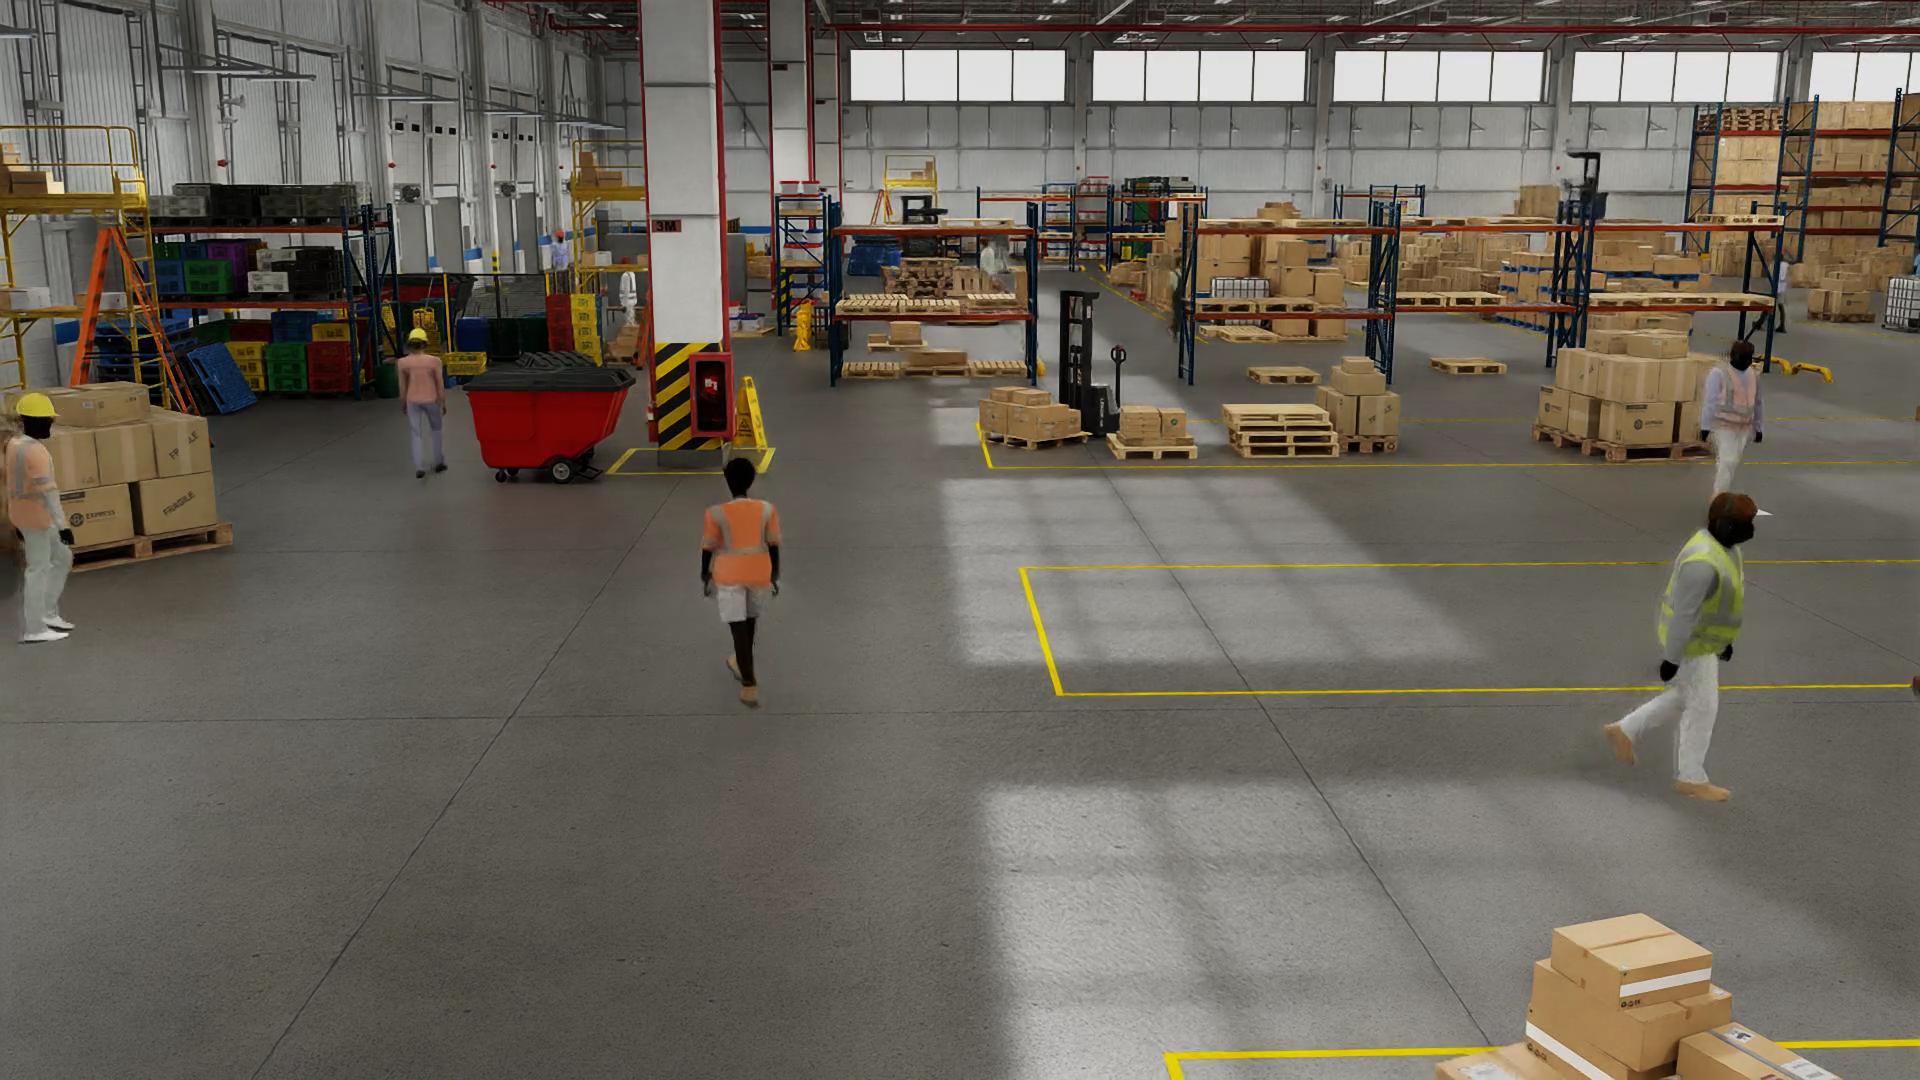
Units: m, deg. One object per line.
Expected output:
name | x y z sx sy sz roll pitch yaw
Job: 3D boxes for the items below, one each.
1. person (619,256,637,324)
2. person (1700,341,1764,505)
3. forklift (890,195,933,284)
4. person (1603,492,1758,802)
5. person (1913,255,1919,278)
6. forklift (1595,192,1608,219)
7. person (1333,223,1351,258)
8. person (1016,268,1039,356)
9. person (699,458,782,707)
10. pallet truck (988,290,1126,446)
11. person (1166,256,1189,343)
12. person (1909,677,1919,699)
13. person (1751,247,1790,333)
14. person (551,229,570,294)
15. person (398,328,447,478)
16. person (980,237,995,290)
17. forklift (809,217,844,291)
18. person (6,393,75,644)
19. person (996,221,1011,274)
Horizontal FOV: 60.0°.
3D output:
person | -6.675 -4.754 33.453 0.337 1.882 0.585 0 12 2
person | 8.121 -1.168 17.388 0.667 1.822 0.556 -4 13 -18
forklift | -1.333 -9.311 51.759 1.129 2.768 1.873 -7 14 -29
person | 4.128 0.581 9.558 0.692 1.812 0.645 8 15 31
person | 25.903 -7.117 44.642 0.547 1.639 0.917 -2 13 -8
forklift | 22.994 -11.168 60.144 1.873 2.768 1.129 0 12 -2
person | 12.711 -9.606 55.393 0.604 1.868 0.952 4 13 16
person | 1.286 -4.488 32.658 0.491 1.721 0.781 -4 13 -18
person | -1.513 0.253 11.359 0.549 1.642 0.858 -6 14 -25
pallet truck | 1.257 -2.299 22.111 1.885 1.965 0.823 -9 15 -35
person | 4.565 -5.052 34.923 0.478 1.829 0.537 12 17 43
person | 6.773 0.281 10.708 0.637 1.893 0.989 -7 14 -28
person | 18.307 -5.625 37.387 0.553 1.883 1.002 -2 13 -7
person | -11.762 -8.199 48.972 0.551 1.909 0.679 -6 14 -25
person | -6.354 -1.634 19.706 0.540 1.733 0.761 -1 13 -7
person | 0.610 -6.732 42.318 0.699 1.913 0.633 7 14 29
forklift | -4.375 -8.619 48.637 1.873 2.768 1.129 0 12 -2
person | -6.984 -0.162 12.677 0.547 1.907 0.610 -10 16 -37
person | 1.521 -10.286 58.311 0.387 1.940 0.627 -12 17 -43
